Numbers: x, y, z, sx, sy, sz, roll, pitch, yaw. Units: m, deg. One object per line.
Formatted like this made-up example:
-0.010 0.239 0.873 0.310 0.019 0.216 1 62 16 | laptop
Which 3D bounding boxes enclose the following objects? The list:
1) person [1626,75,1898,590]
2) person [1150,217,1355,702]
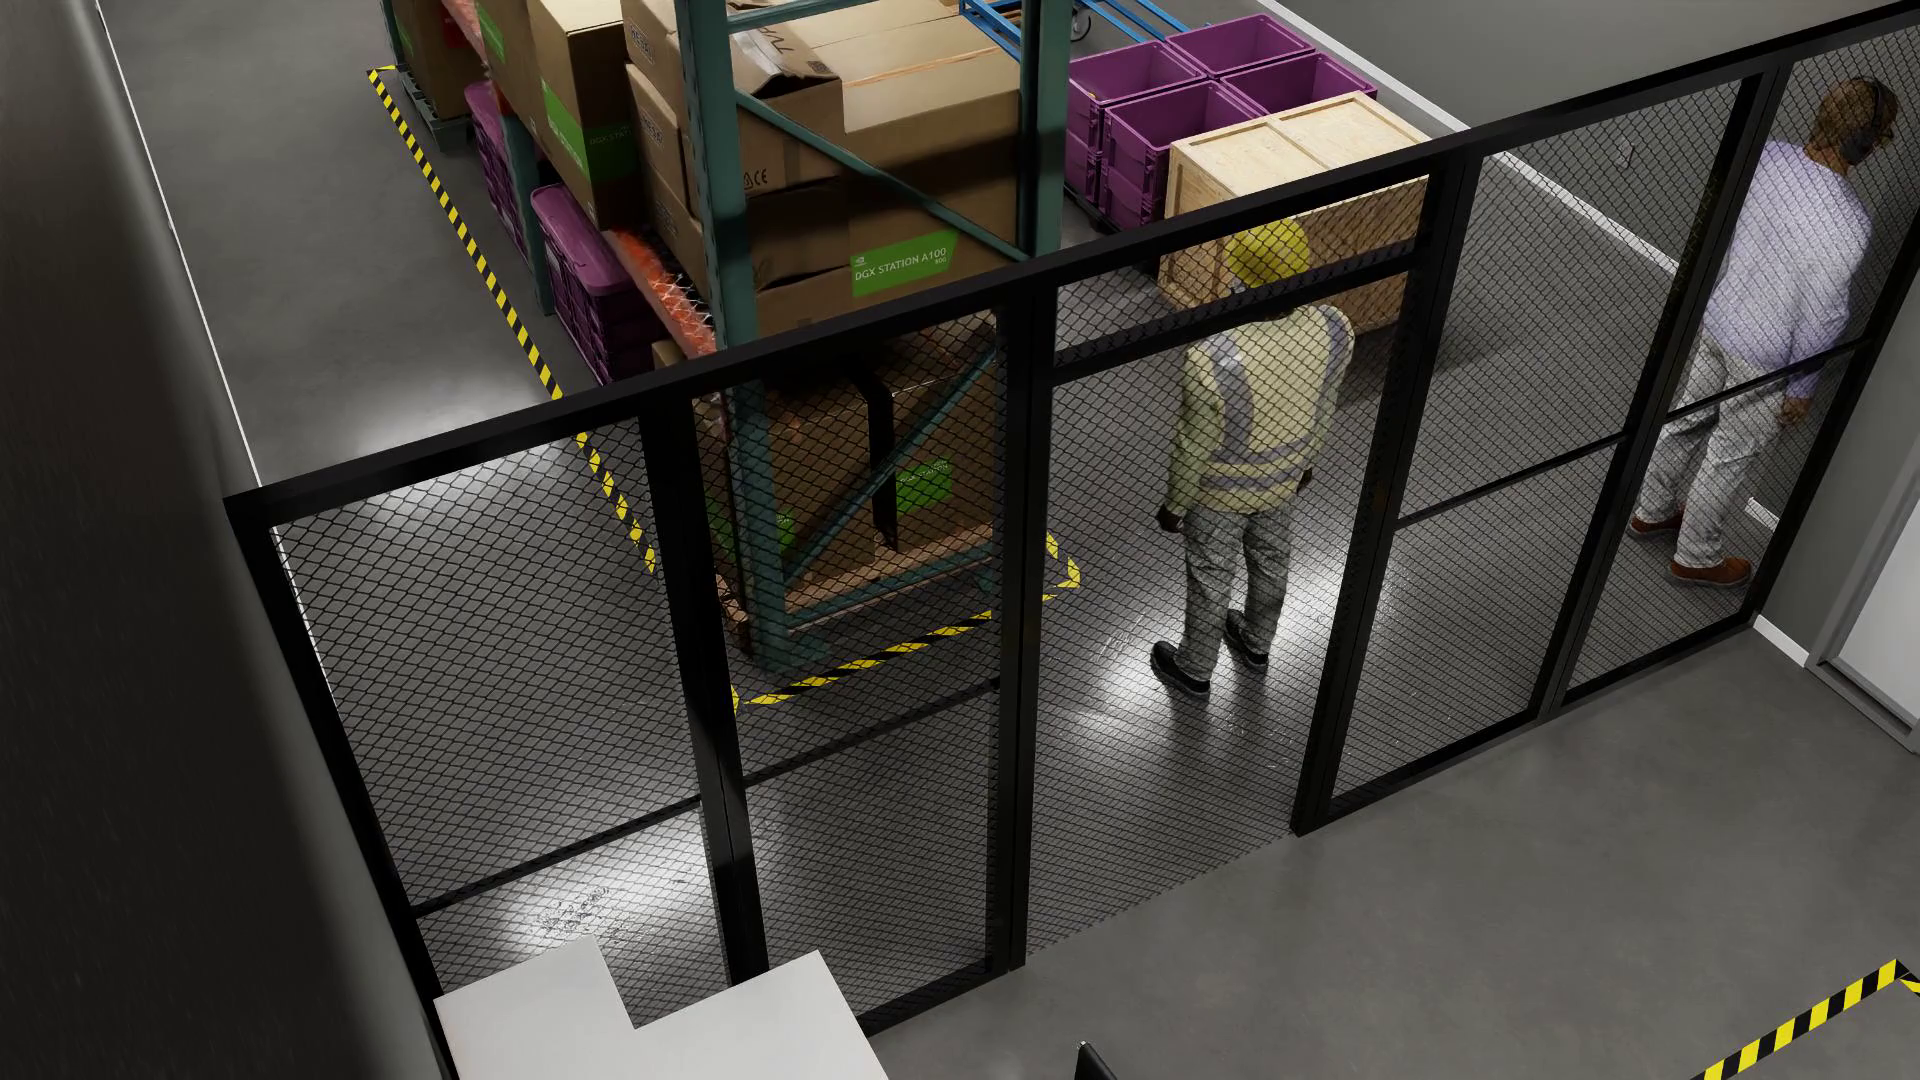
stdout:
2.727 -0.672 5.685 0.370 1.934 0.627 -8 43 -8 | person
0.888 -0.227 5.272 0.586 1.833 0.403 -20 46 -20 | person
